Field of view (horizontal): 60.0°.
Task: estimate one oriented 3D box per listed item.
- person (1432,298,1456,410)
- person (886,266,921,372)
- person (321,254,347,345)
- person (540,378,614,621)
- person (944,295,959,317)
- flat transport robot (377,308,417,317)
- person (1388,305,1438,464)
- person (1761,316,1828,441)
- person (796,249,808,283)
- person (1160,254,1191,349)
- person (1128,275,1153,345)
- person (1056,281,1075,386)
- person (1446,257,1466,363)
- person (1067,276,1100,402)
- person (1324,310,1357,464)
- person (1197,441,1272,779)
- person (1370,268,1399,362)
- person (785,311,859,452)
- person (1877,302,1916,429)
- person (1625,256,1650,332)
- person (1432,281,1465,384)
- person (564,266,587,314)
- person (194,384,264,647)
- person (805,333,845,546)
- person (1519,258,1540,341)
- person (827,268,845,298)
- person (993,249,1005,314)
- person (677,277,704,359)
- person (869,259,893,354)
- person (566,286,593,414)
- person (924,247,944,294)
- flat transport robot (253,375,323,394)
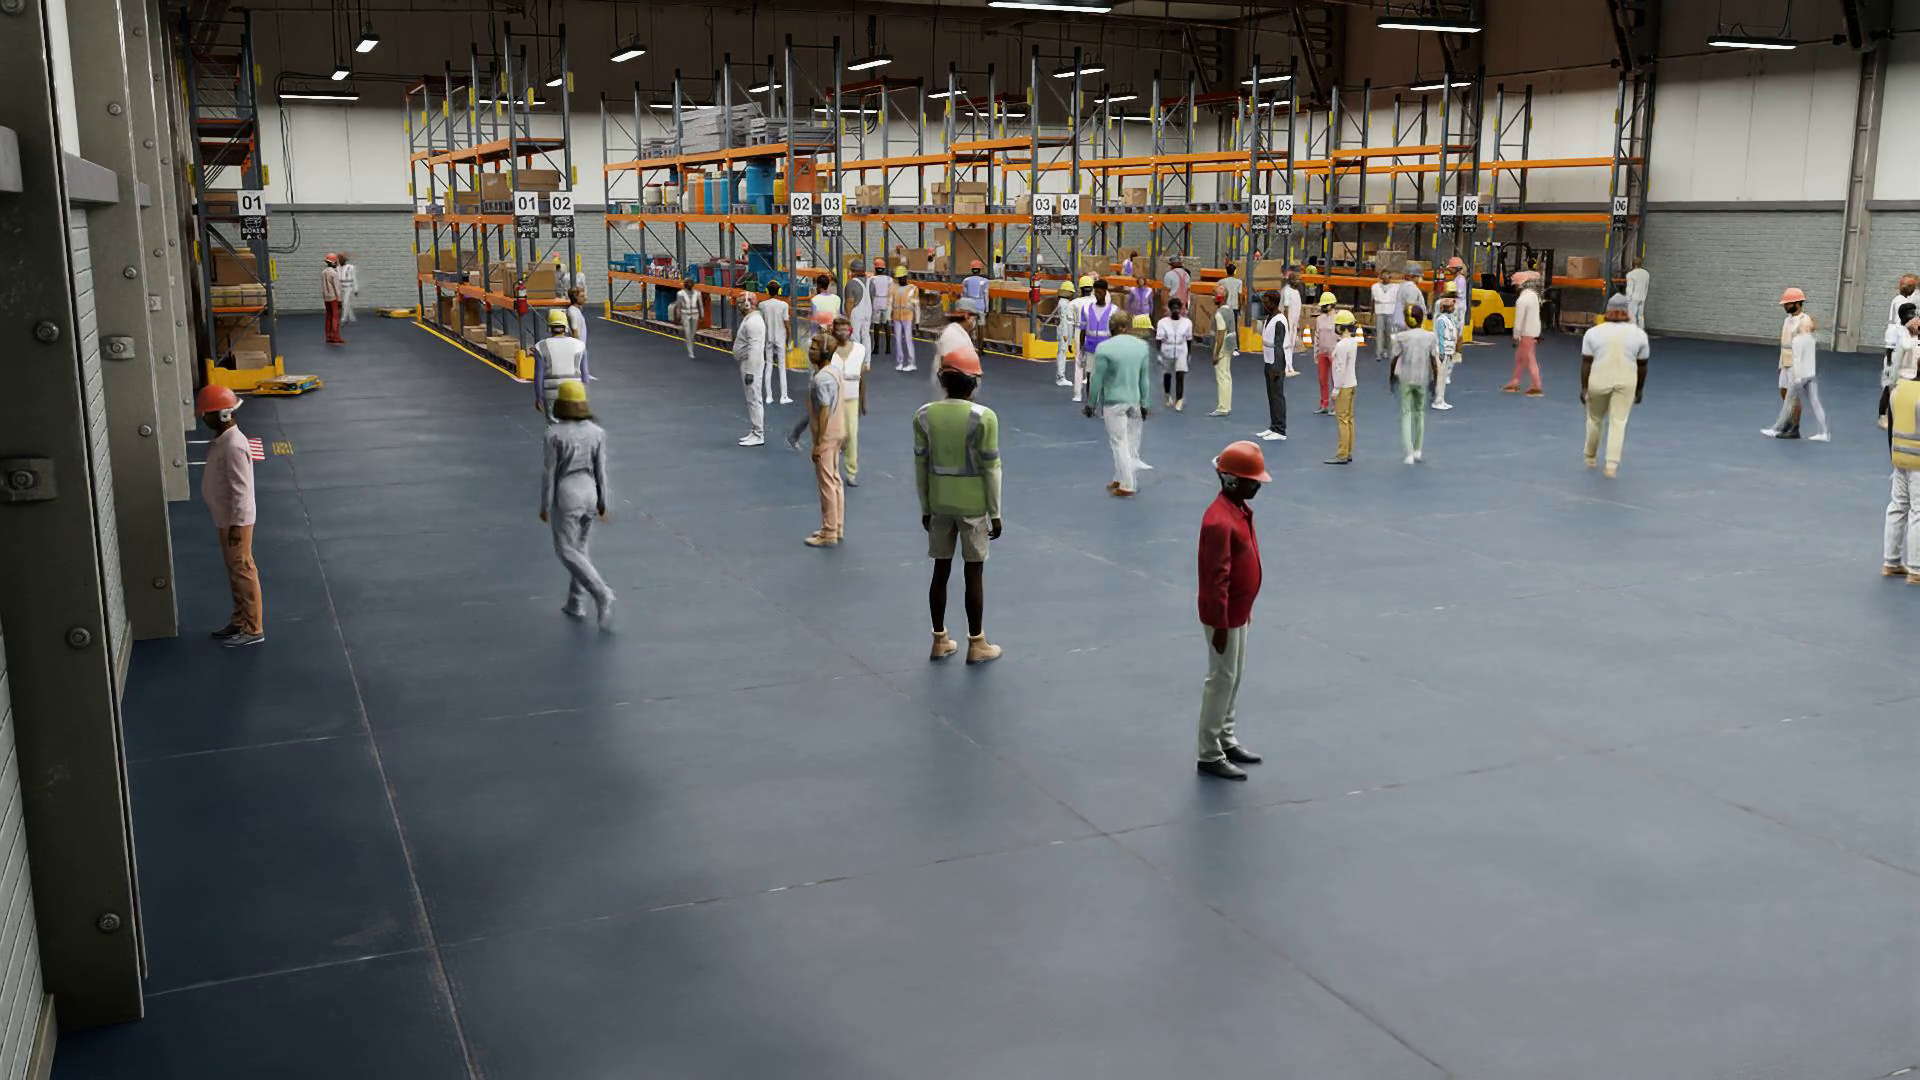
[{"bbox_3d":[7.129,-2.743,24.489,0.310,1.642,0.514,6,13,28],"label":"person"},{"bbox_3d":[-1.042,-4.045,30.438,0.594,1.905,0.479,6,13,29],"label":"person"},{"bbox_3d":[-13.765,-5.285,36.536,0.619,1.986,0.405,9,15,40],"label":"person"},{"bbox_3d":[-2.665,-0.271,11.712,0.698,1.725,0.485,10,15,41],"label":"person"},{"bbox_3d":[-0.171,-7.053,45.972,0.556,1.806,0.892,-7,13,-33],"label":"person"},{"bbox_3d":[-15.643,-6.315,46.136,0.652,0.197,1.431,-8,14,-35],"label":"flat transport robot"},{"bbox_3d":[5.217,-1.799,19.246,0.501,1.823,0.769,-1,11,-3],"label":"person"},{"bbox_3d":[10.749,-2.064,21.205,0.520,1.570,0.837,-7,13,-31],"label":"person"},{"bbox_3d":[-5.061,-8.281,52.385,0.575,1.741,0.355,-2,11,-12],"label":"person"},{"bbox_3d":[4.457,-4.955,34.712,0.689,2.000,0.535,-9,14,-37],"label":"person"},{"bbox_3d":[3.775,-4.742,34.745,0.530,1.610,0.613,2,11,9],"label":"person"},{"bbox_3d":[1.772,-3.464,27.914,0.305,1.736,0.484,0,11,1],"label":"person"},{"bbox_3d":[9.523,-4.417,32.014,0.414,2.035,0.601,1,11,7],"label":"person"},{"bbox_3d":[1.925,-3.063,25.417,0.591,1.918,0.394,0,11,-2],"label":"person"},{"bbox_3d":[4.399,-1.755,19.151,0.316,1.769,0.525,6,13,28],"label":"person"},{"bbox_3d":[1.399,0.354,8.509,0.353,1.737,0.575,4,12,20],"label":"person"},{"bbox_3d":[8.330,-4.416,32.595,0.580,1.805,0.947,3,12,16],"label":"person"},{"bbox_3d":[-1.696,-1.906,20.049,0.851,1.718,0.566,4,12,18],"label":"person"},{"bbox_3d":[12.557,-2.328,22.236,0.540,1.696,0.317,-6,12,-26],"label":"person"},{"bbox_3d":[14.613,-5.157,35.997,0.627,1.941,0.374,-6,12,-27],"label":"person"},{"bbox_3d":[8.244,-3.498,28.075,0.521,1.724,0.437,3,12,15],"label":"person"},{"bbox_3d":[-9.367,-5.942,40.456,0.527,1.750,0.611,-5,12,-23],"label":"person"},{"bbox_3d":[-4.890,-0.169,11.126,0.327,1.750,0.561,-7,13,-33],"label":"person"},{"bbox_3d":[-1.172,-0.867,14.431,0.336,1.846,0.513,2,11,11],"label":"person"},{"bbox_3d":[12.855,-5.426,37.538,0.332,1.874,0.520,-10,15,-41],"label":"person"},{"bbox_3d":[-2.536,-4.718,34.244,0.531,1.753,0.490,-3,12,-17],"label":"person"},{"bbox_3d":[0.970,-6.687,43.800,0.587,1.930,0.358,-10,15,-40],"label":"person"},{"bbox_3d":[-5.384,-4.429,33.146,0.523,1.610,0.800,-5,12,-23],"label":"person"},{"bbox_3d":[-1.632,-4.765,34.010,0.543,1.939,0.360,-3,12,-16],"label":"person"},{"bbox_3d":[-5.424,-2.673,23.626,0.354,1.842,0.520,-3,12,-15],"label":"person"},{"bbox_3d":[-0.727,-6.426,42.260,0.623,2.008,0.850,-2,11,-9],"label":"person"},{"bbox_3d":[-10.826,-2.512,26.807,0.652,0.197,1.431,-1,11,-4],"label":"flat transport robot"}]
